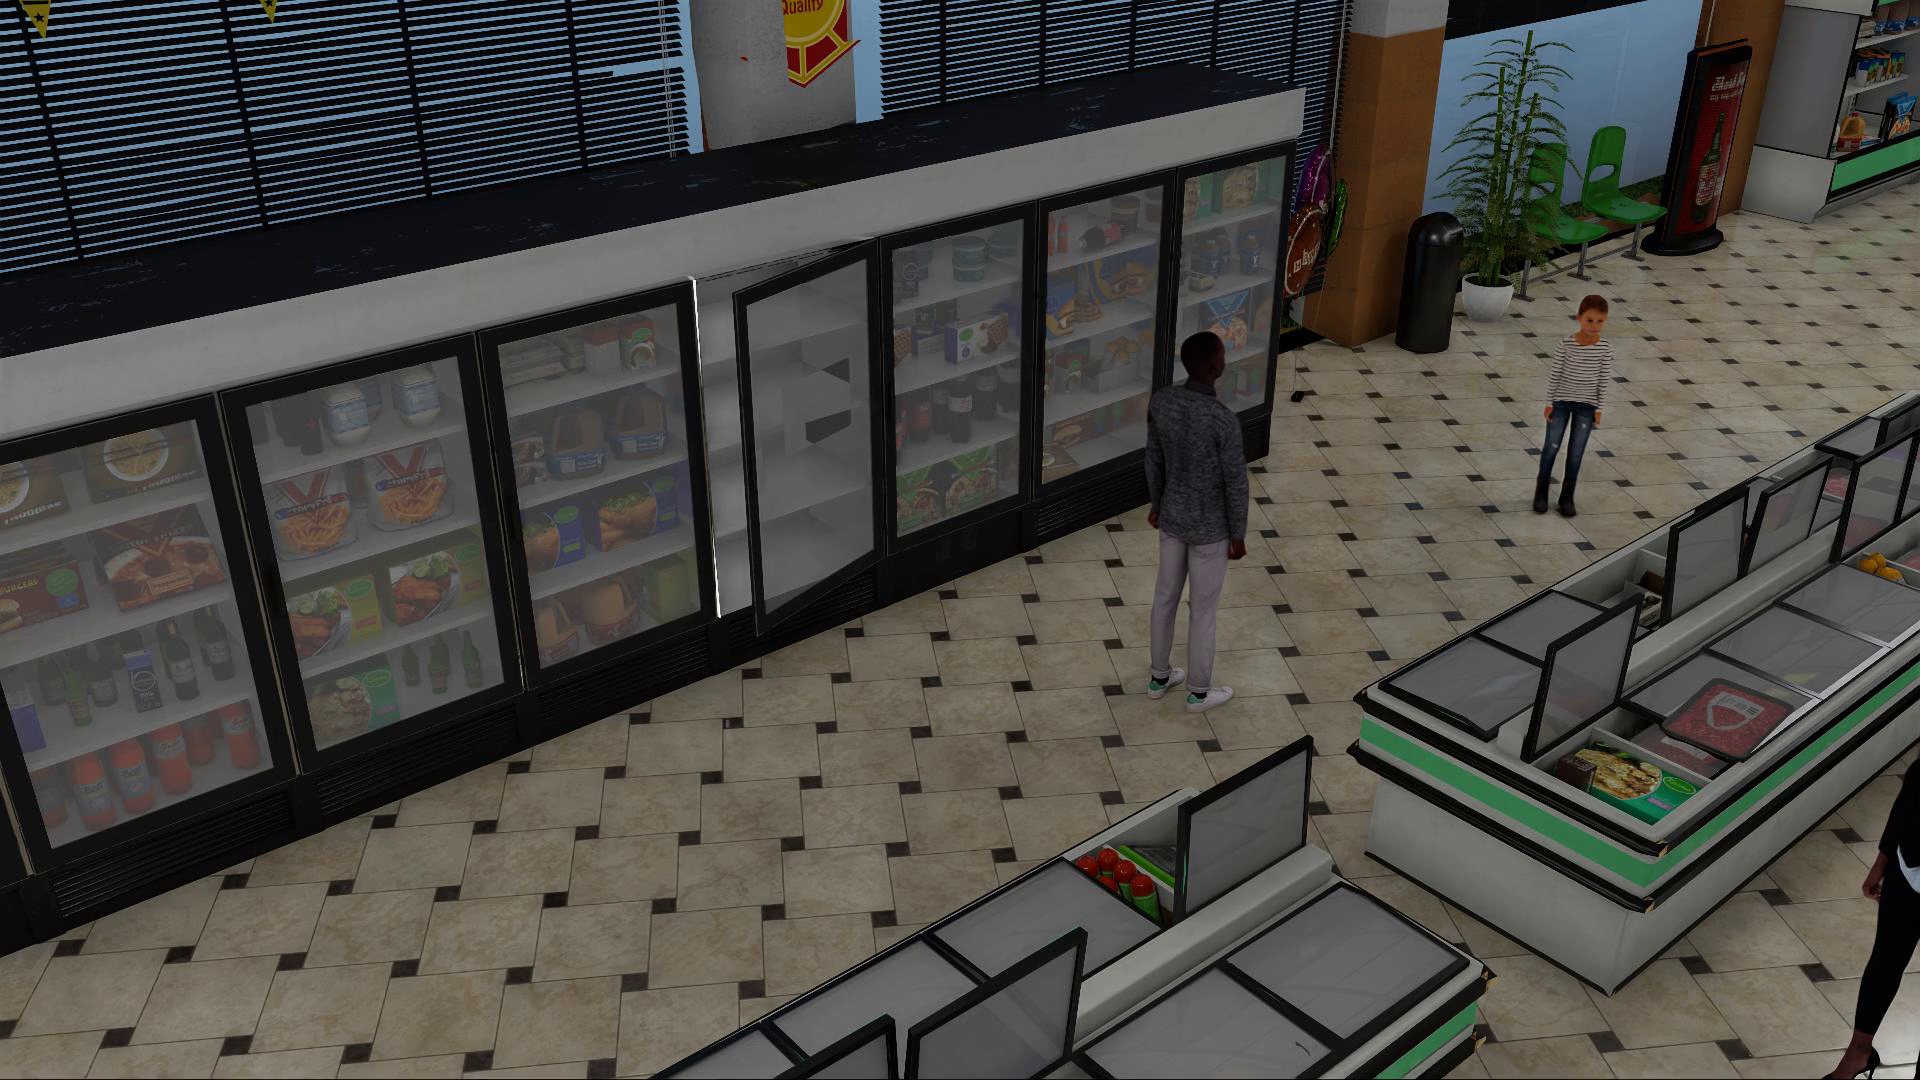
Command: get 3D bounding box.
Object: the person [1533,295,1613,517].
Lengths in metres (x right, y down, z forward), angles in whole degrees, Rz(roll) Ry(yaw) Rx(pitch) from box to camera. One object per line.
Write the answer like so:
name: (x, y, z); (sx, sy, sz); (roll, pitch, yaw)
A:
person: (3.523, -0.779, 9.552); (0.561, 1.313, 0.613); (6, 28, 12)

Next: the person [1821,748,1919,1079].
person: (3.095, 1.119, 5.233); (0.611, 1.834, 0.647); (-11, 29, -21)

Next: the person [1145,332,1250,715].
person: (1.057, -0.075, 7.582); (0.705, 1.839, 0.569); (23, 35, 38)
